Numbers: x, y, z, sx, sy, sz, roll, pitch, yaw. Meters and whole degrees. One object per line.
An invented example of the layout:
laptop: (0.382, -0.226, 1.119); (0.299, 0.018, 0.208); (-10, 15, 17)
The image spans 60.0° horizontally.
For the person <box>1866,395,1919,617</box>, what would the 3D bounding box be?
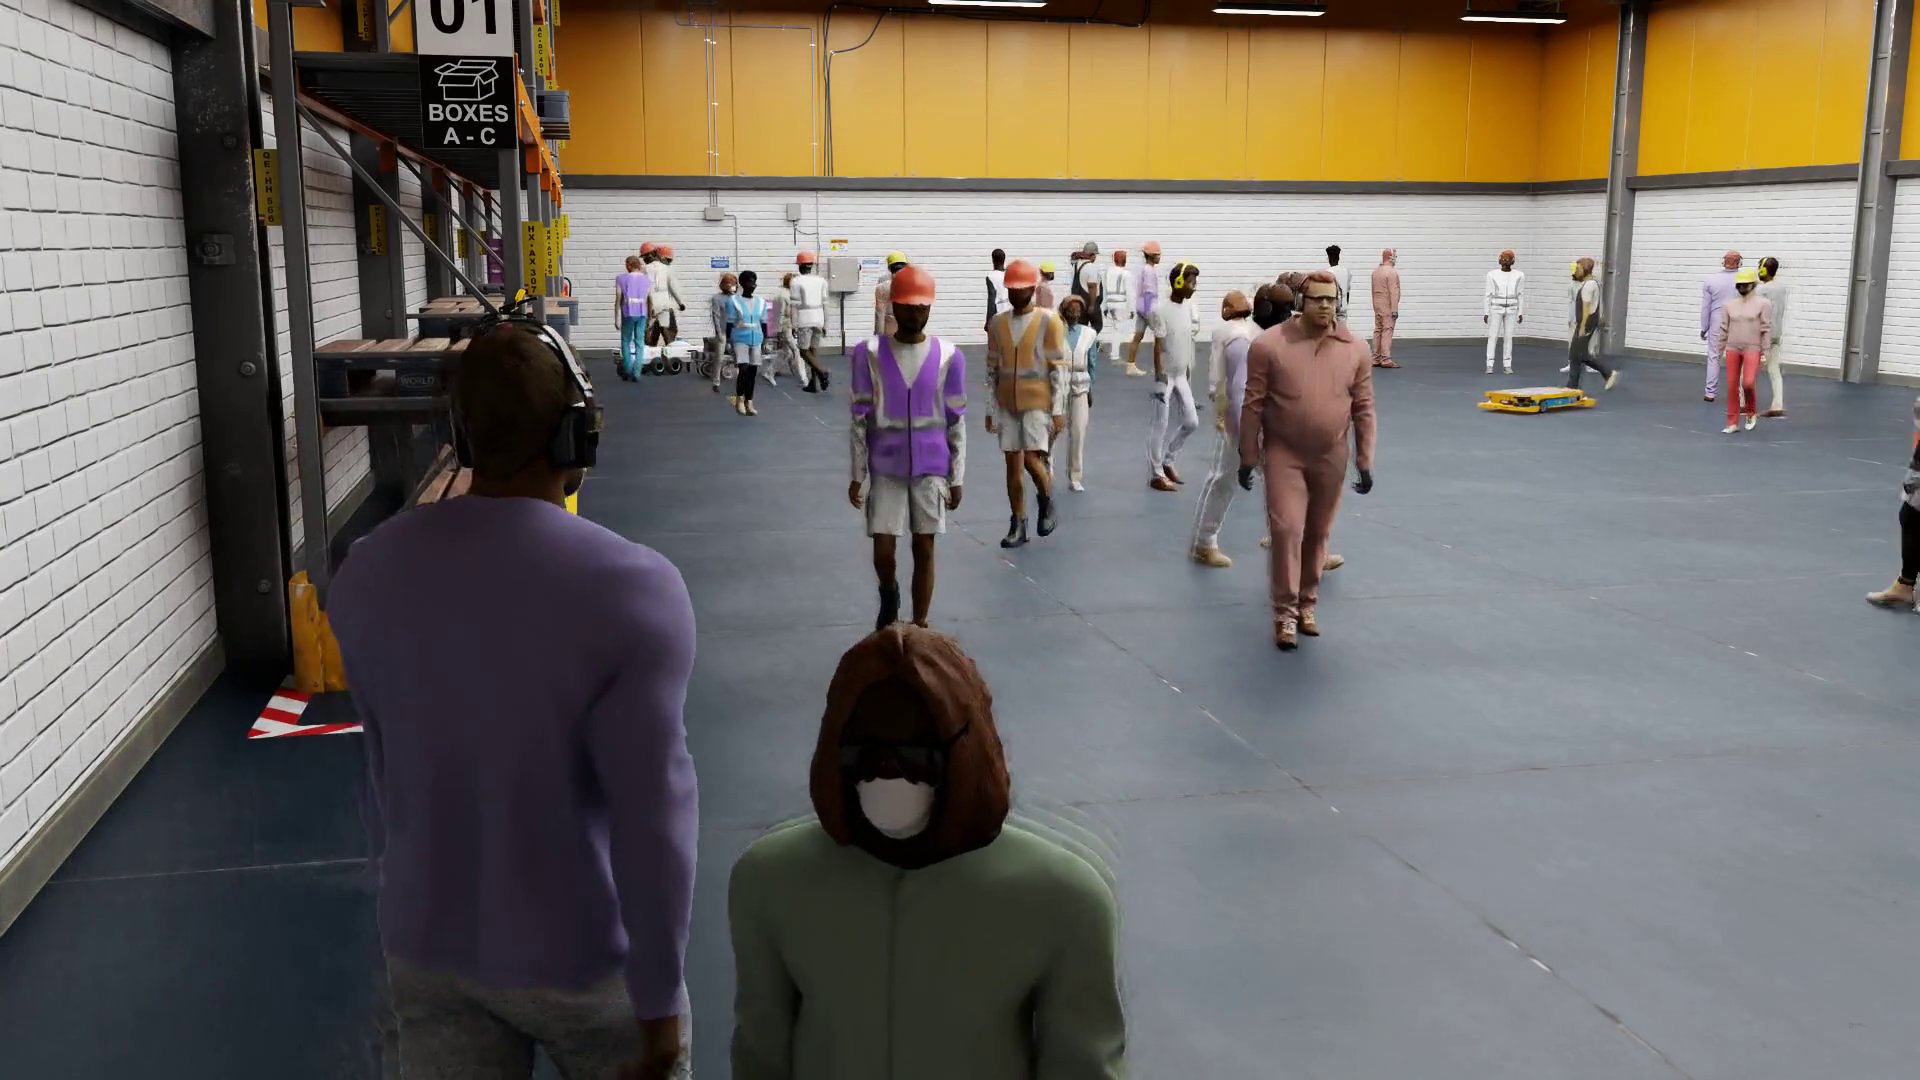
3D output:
person: (5.185, -0.409, 8.952); (0.663, 1.671, 0.556); (9, 13, 40)

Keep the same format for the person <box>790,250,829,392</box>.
person: (-1.946, -2.875, 22.011); (0.551, 1.913, 0.721); (-7, 12, -35)

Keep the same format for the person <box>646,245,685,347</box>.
person: (-4.721, -3.729, 26.622); (0.633, 1.951, 0.534); (9, 14, 41)

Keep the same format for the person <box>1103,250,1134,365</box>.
person: (2.656, -3.807, 27.267); (0.571, 1.867, 0.605); (-8, 13, -36)

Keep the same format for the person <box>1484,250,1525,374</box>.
person: (8.290, -3.469, 25.362); (0.585, 1.882, 0.340); (1, 10, 6)

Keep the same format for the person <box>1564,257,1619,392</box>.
person: (8.259, -2.798, 21.804); (0.680, 1.824, 0.509); (2, 10, 12)

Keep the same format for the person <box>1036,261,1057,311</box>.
person: (1.170, -3.223, 24.408); (0.804, 1.736, 0.531); (-2, 10, -9)

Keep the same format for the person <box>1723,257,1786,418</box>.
person: (9.245, -2.334, 19.217); (0.534, 1.837, 0.816); (-5, 11, -24)

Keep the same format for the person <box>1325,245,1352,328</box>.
person: (5.707, -3.515, 25.398); (0.602, 1.961, 0.371); (-7, 12, -33)

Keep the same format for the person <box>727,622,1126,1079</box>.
person: (-0.044, 0.880, 2.075); (0.518, 1.582, 0.847); (1, 10, 8)

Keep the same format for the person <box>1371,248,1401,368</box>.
person: (6.828, -3.697, 26.563); (0.409, 1.905, 0.652); (-3, 11, -15)

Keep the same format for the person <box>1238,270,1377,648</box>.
person: (1.778, -0.399, 8.357); (0.676, 1.877, 0.804); (-1, 10, -5)

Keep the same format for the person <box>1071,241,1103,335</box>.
person: (2.146, -4.008, 27.916); (0.541, 2.000, 0.682); (-7, 12, -32)

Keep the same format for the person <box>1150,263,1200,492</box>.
person: (1.717, -1.312, 13.504); (0.563, 1.850, 0.383); (-9, 14, -41)

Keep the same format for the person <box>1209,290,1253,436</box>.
person: (2.364, -1.297, 14.050); (0.518, 1.615, 0.484); (-4, 11, -19)

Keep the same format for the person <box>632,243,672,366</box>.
person: (-4.866, -3.688, 26.276); (0.859, 1.983, 0.633); (4, 11, 22)

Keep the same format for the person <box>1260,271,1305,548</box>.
person: (2.214, -0.854, 11.031); (0.432, 1.835, 0.629); (8, 13, 39)

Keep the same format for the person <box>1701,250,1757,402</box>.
person: (9.671, -2.683, 20.951); (0.651, 1.907, 0.405); (5, 11, 24)

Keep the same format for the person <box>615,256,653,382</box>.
person: (-4.723, -3.196, 24.053); (0.599, 1.801, 0.661); (-4, 11, -23)

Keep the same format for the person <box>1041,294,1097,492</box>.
person: (0.862, -1.236, 13.774); (0.518, 1.606, 0.797); (-2, 10, -11)

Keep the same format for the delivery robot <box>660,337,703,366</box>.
delivery robot: (-4.292, -2.868, 25.455); (0.707, 0.478, 0.477); (-9, 13, -41)

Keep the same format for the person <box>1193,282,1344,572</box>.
person: (1.858, -0.673, 10.175); (1.012, 1.778, 0.653); (9, 14, 41)

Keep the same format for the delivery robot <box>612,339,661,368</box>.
delivery robot: (-4.857, -2.785, 24.995); (0.707, 0.478, 0.477); (-9, 13, -41)

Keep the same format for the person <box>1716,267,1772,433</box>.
person: (8.220, -1.985, 17.493); (0.367, 1.751, 0.551); (-10, 14, -43)

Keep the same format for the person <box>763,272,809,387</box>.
person: (-2.412, -2.926, 23.137); (0.823, 1.601, 0.508); (3, 11, 18)

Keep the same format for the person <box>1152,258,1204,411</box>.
person: (2.627, -2.450, 19.893); (0.611, 1.818, 0.607); (4, 11, 22)

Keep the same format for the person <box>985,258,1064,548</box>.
person: (0.424, -0.903, 11.042); (0.566, 1.919, 0.478); (5, 12, 28)

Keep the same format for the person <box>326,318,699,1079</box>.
person: (-0.652, 0.614, 2.649); (0.641, 1.914, 0.741); (3, 11, 16)

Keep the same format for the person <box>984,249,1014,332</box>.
person: (0.576, -3.087, 23.157); (0.395, 1.917, 0.590); (9, 14, 41)

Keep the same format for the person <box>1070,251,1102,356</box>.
person: (2.072, -3.989, 28.342); (0.716, 1.847, 0.520); (-3, 11, -15)

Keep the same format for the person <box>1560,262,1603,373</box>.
person: (9.653, -3.414, 25.578); (0.639, 1.697, 0.339); (3, 11, 18)

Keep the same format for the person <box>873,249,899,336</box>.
person: (-0.762, -2.639, 20.654); (0.756, 1.922, 0.635); (8, 13, 38)

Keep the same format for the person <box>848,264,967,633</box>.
person: (-0.252, -0.351, 7.973); (0.573, 1.925, 0.496); (-1, 10, -6)

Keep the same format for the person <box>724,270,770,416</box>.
person: (-2.445, -2.274, 19.249); (0.544, 1.683, 0.409); (-7, 12, -35)

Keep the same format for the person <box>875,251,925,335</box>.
person: (-0.675, -2.245, 18.486); (0.585, 1.918, 0.378); (-4, 11, -22)

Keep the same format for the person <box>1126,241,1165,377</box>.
person: (2.938, -3.426, 24.790); (0.983, 2.000, 0.635); (-1, 10, -6)

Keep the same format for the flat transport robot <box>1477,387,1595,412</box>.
flat transport robot: (6.942, -1.697, 20.011); (1.431, 0.197, 0.652); (-7, 13, -36)

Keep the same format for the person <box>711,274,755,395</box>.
person: (-3.065, -2.713, 22.016); (0.507, 1.595, 0.815); (-7, 13, -35)
